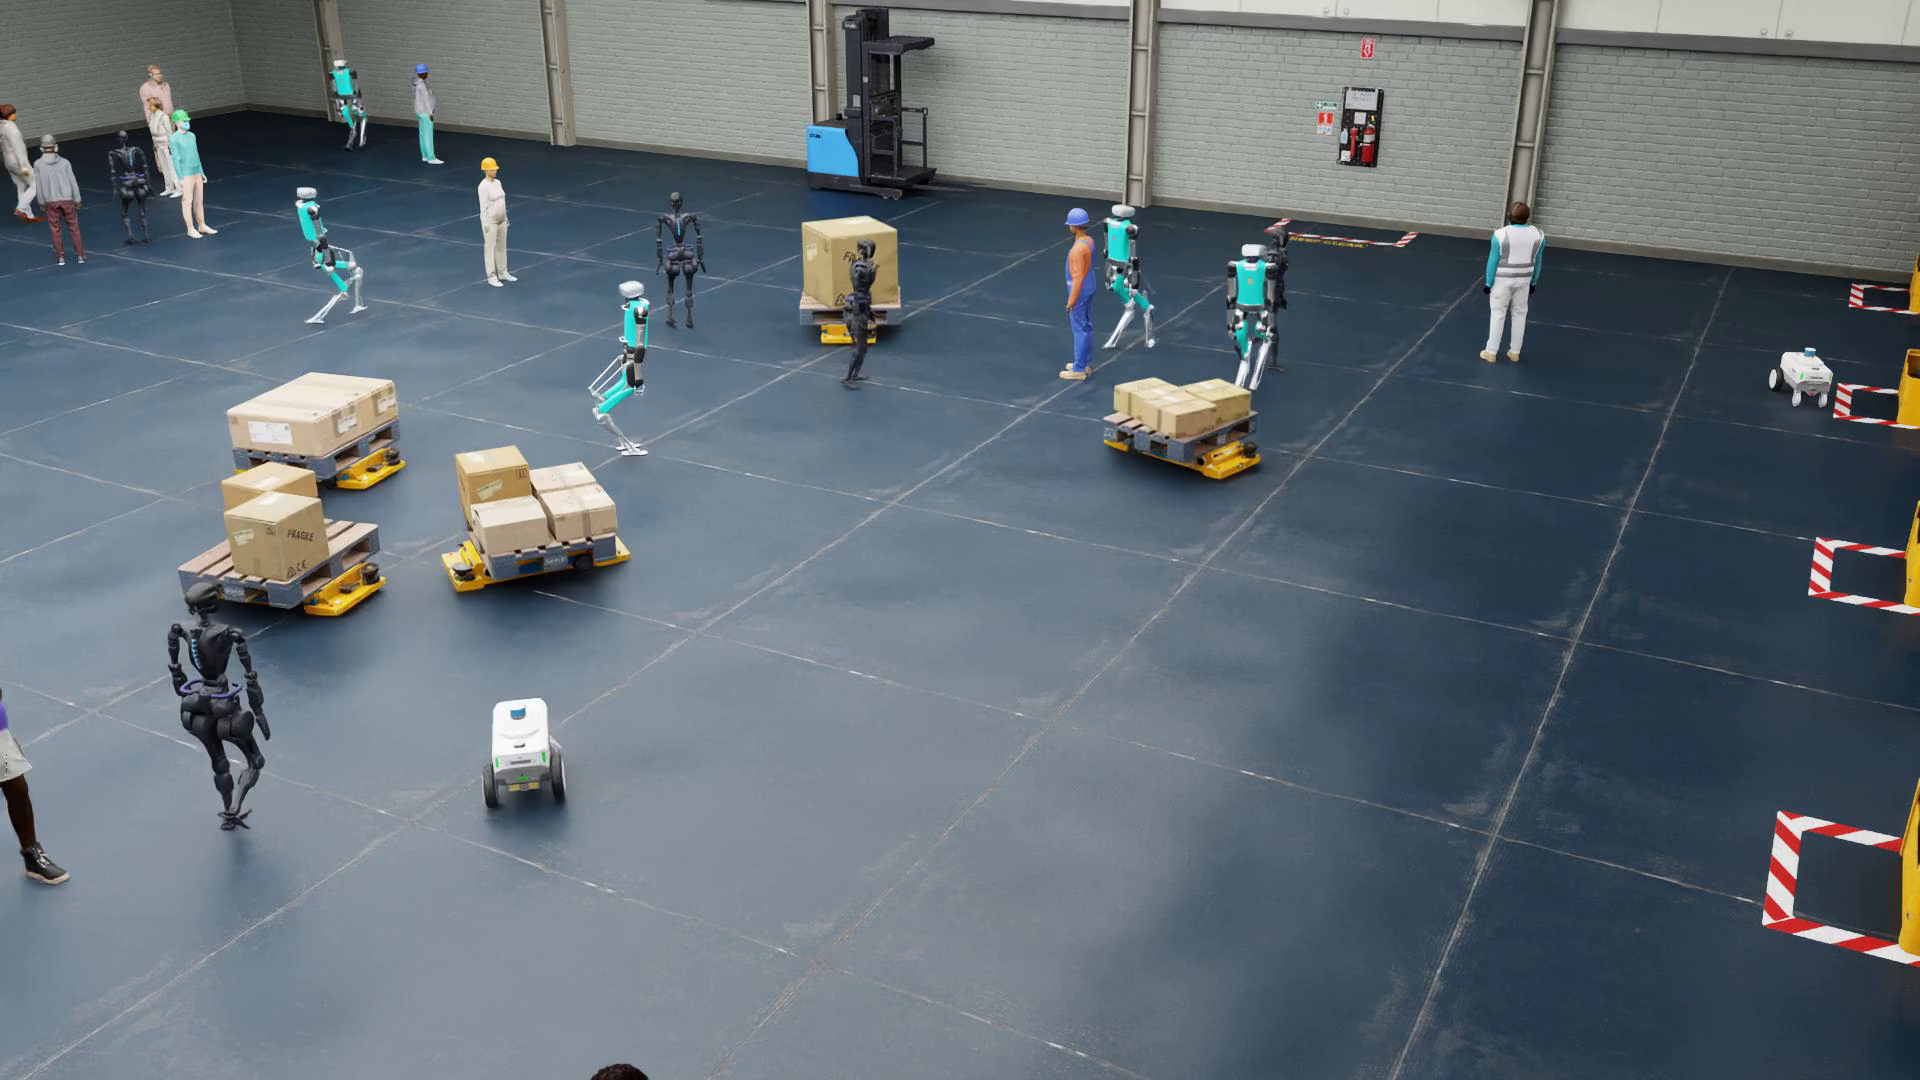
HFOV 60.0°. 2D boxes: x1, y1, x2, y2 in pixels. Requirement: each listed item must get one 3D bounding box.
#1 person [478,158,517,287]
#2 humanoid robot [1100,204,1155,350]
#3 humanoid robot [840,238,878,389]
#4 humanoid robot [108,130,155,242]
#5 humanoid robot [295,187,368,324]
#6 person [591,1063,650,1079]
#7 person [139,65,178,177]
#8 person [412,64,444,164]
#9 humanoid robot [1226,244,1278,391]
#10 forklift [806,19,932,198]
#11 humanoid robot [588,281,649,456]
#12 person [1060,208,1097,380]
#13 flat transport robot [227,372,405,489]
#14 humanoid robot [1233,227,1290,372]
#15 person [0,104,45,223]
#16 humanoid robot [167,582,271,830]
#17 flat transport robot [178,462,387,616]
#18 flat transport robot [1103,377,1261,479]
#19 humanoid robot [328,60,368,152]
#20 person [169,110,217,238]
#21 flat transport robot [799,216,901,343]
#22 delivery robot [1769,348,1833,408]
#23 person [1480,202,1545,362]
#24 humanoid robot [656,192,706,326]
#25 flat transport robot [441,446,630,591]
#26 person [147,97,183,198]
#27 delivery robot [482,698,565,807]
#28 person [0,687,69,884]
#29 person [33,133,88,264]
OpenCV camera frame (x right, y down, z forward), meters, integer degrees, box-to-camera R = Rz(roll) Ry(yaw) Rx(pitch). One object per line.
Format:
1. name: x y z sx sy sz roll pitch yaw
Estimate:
1. person: -6.238 -4.265 22.281 0.310 1.697 0.482 8 25 19
2. humanoid robot: 2.047 -3.051 19.453 0.853 1.812 0.531 -17 29 -34
3. humanoid robot: -1.106 -2.493 18.189 0.419 1.637 0.612 5 24 12
4. humanoid robot: -12.186 -5.203 24.476 0.326 1.649 0.612 18 29 35
5. humanoid robot: -7.684 -3.505 20.505 1.033 1.745 0.541 -19 30 -37
6. person: -1.171 2.648 5.910 0.385 1.918 0.595 -3 23 -7
7. person: -13.991 -7.355 29.213 0.403 1.909 0.641 8 24 18
8. person: -9.755 -7.775 30.353 0.356 1.778 0.532 -15 27 -30
9. humanoid robot: 3.117 -2.329 17.702 0.543 1.731 0.975 8 25 18
10. forklift: -1.573 -7.292 27.850 1.873 2.768 1.129 12 26 25
11. humanoid robot: -3.296 -1.618 15.905 0.735 1.673 0.533 -8 25 -19
12. person: 1.319 -2.726 18.444 0.371 1.901 0.521 8 25 19
13. flat transport robot: -6.108 -0.742 15.891 1.431 0.231 0.659 7 24 15
14. humanoid robot: 3.441 -2.733 18.787 0.713 1.640 0.616 12 26 27
15. person: -14.519 -5.799 25.695 0.529 1.822 0.413 19 30 38
16. humanoid robot: -4.499 1.031 9.987 0.601 1.645 0.461 4 24 9
17. flat transport robot: -5.439 0.334 13.385 1.431 0.231 0.659 6 24 15
18. flat transport robot: 2.168 -0.926 16.318 1.431 0.231 0.659 21 31 40
19. humanoid robot: -11.466 -8.177 31.354 0.552 1.743 1.017 1 23 1
20. person: -11.523 -5.482 24.886 0.350 1.879 0.512 7 24 16
21. flat transport robot: -1.329 -2.686 20.416 0.659 0.231 1.431 -1 23 -1
22. delivery robot: 9.112 -1.774 17.954 0.499 0.614 0.791 4 23 8
23. person: 6.307 -2.952 19.040 0.632 1.846 0.429 -2 23 -4
24. humanoid robot: -3.426 -3.439 20.374 0.612 1.649 0.346 -6 24 -14
25. flat transport robot: -3.528 0.125 13.873 1.431 0.231 0.659 -11 26 -24
26. person: -13.210 -6.520 27.602 0.522 1.638 0.309 16 28 33
27. delivery robot: -2.806 1.352 10.678 0.511 0.614 0.785 -6 24 -13
28. person: -5.737 1.096 9.516 0.901 1.931 0.605 9 25 19
29. person: -12.651 -4.785 23.358 0.550 1.806 0.381 -12 26 -26
